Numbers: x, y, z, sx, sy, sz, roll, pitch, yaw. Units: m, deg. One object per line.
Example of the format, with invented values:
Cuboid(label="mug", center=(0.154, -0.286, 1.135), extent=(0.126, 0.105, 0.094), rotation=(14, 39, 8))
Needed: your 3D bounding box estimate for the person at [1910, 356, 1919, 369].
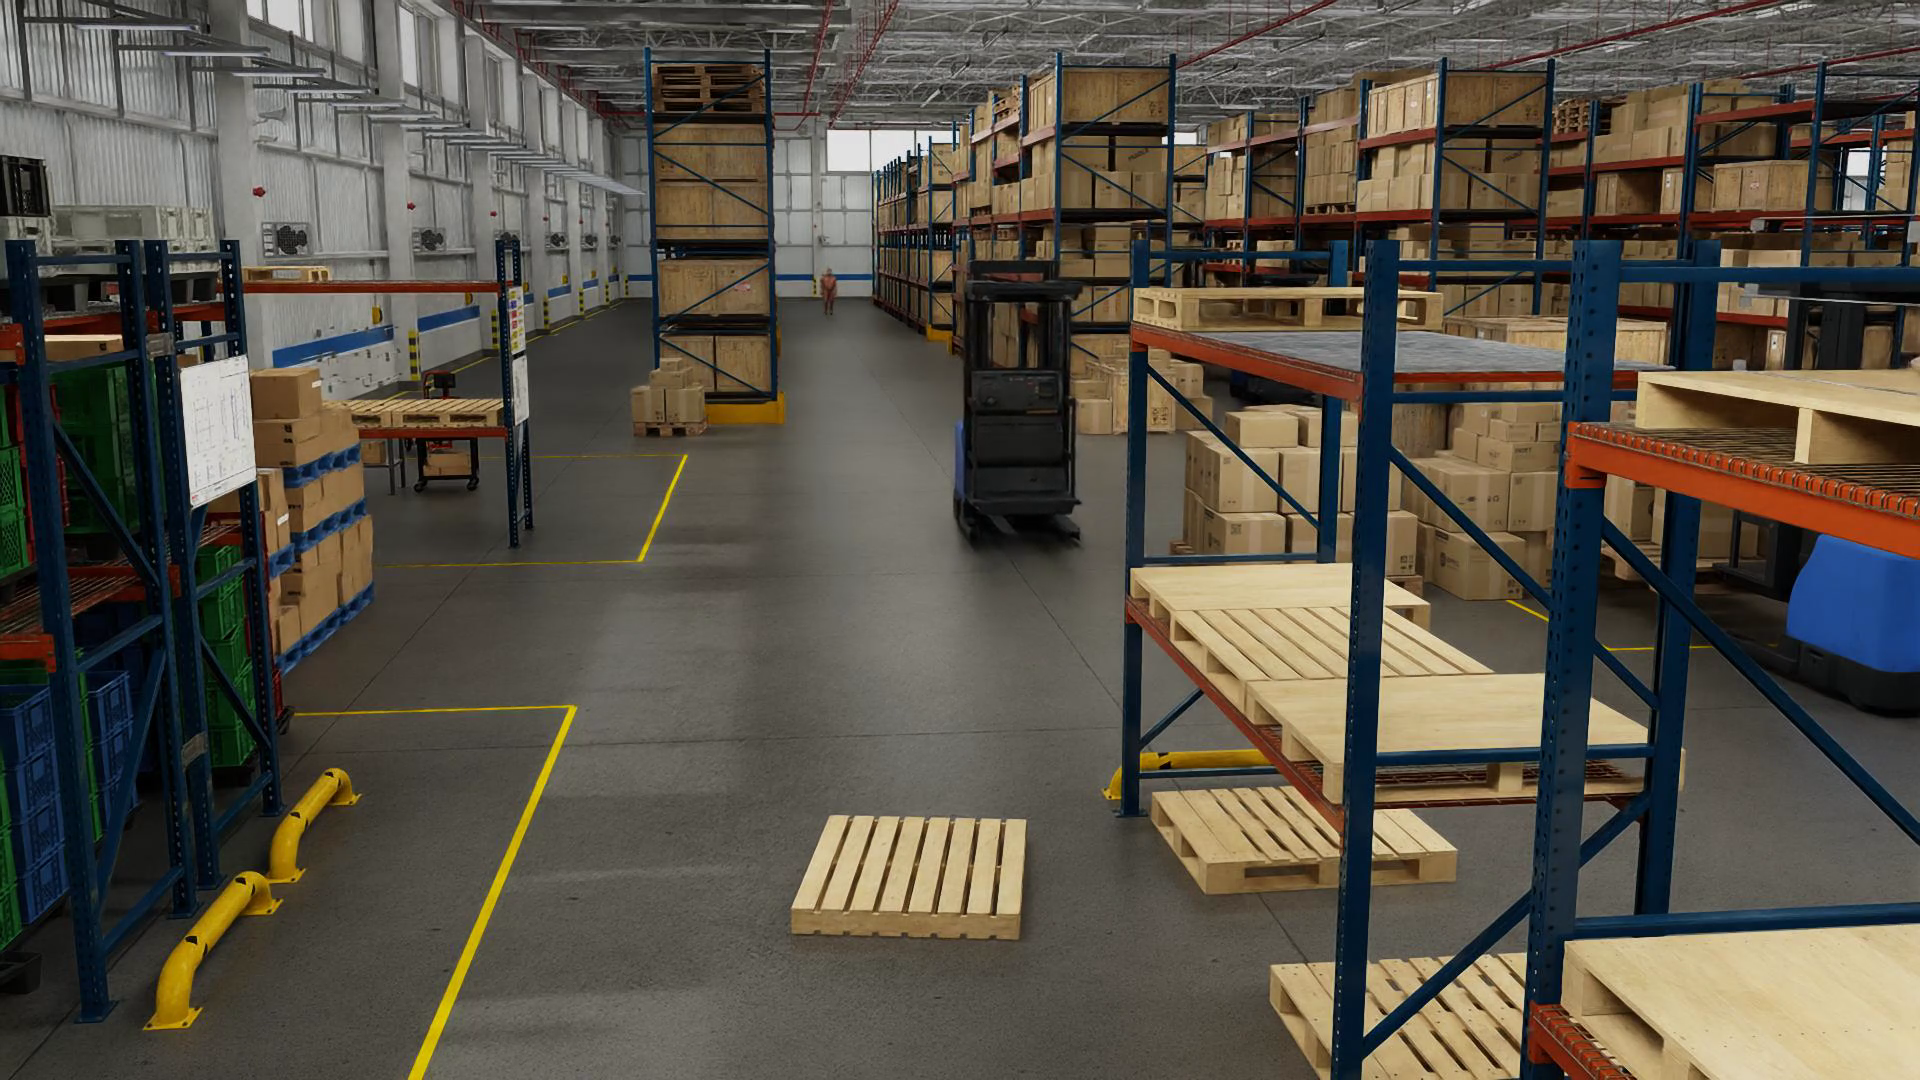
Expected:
Cuboid(label="person", center=(13.903, -2.078, 23.925), extent=(0.574, 1.614, 0.510), rotation=(-5, 11, -25))

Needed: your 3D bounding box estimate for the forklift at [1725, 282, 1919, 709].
Cuboid(label="forklift", center=(6.242, -0.419, 11.257), extent=(1.129, 2.768, 1.873), rotation=(-1, 10, -6))

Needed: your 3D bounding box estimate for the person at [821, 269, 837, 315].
Cuboid(label="person", center=(-5.332, -10.091, 67.701), extent=(0.644, 1.856, 0.984), rotation=(-1, 10, -8))

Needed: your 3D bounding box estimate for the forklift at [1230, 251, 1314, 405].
Cuboid(label="forklift", center=(5.804, -3.979, 30.982), extent=(1.129, 2.768, 1.873), rotation=(-1, 10, -6))

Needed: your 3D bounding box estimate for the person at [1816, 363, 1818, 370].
Cuboid(label="person", center=(12.671, -2.284, 24.291), extent=(0.385, 1.910, 0.592), rotation=(7, 12, 34))

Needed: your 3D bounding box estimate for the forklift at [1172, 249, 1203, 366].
Cuboid(label="forklift", center=(4.922, -5.397, 38.839), extent=(1.129, 2.768, 1.873), rotation=(-1, 10, -6))

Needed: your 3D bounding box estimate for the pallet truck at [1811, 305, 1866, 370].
Cuboid(label="pallet truck", center=(15.846, -3.142, 28.793), extent=(1.885, 1.965, 0.823), rotation=(2, 10, 12))

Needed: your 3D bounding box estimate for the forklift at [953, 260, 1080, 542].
Cuboid(label="forklift", center=(0.541, -1.506, 17.281), extent=(1.129, 2.768, 1.873), rotation=(-1, 10, -6))
